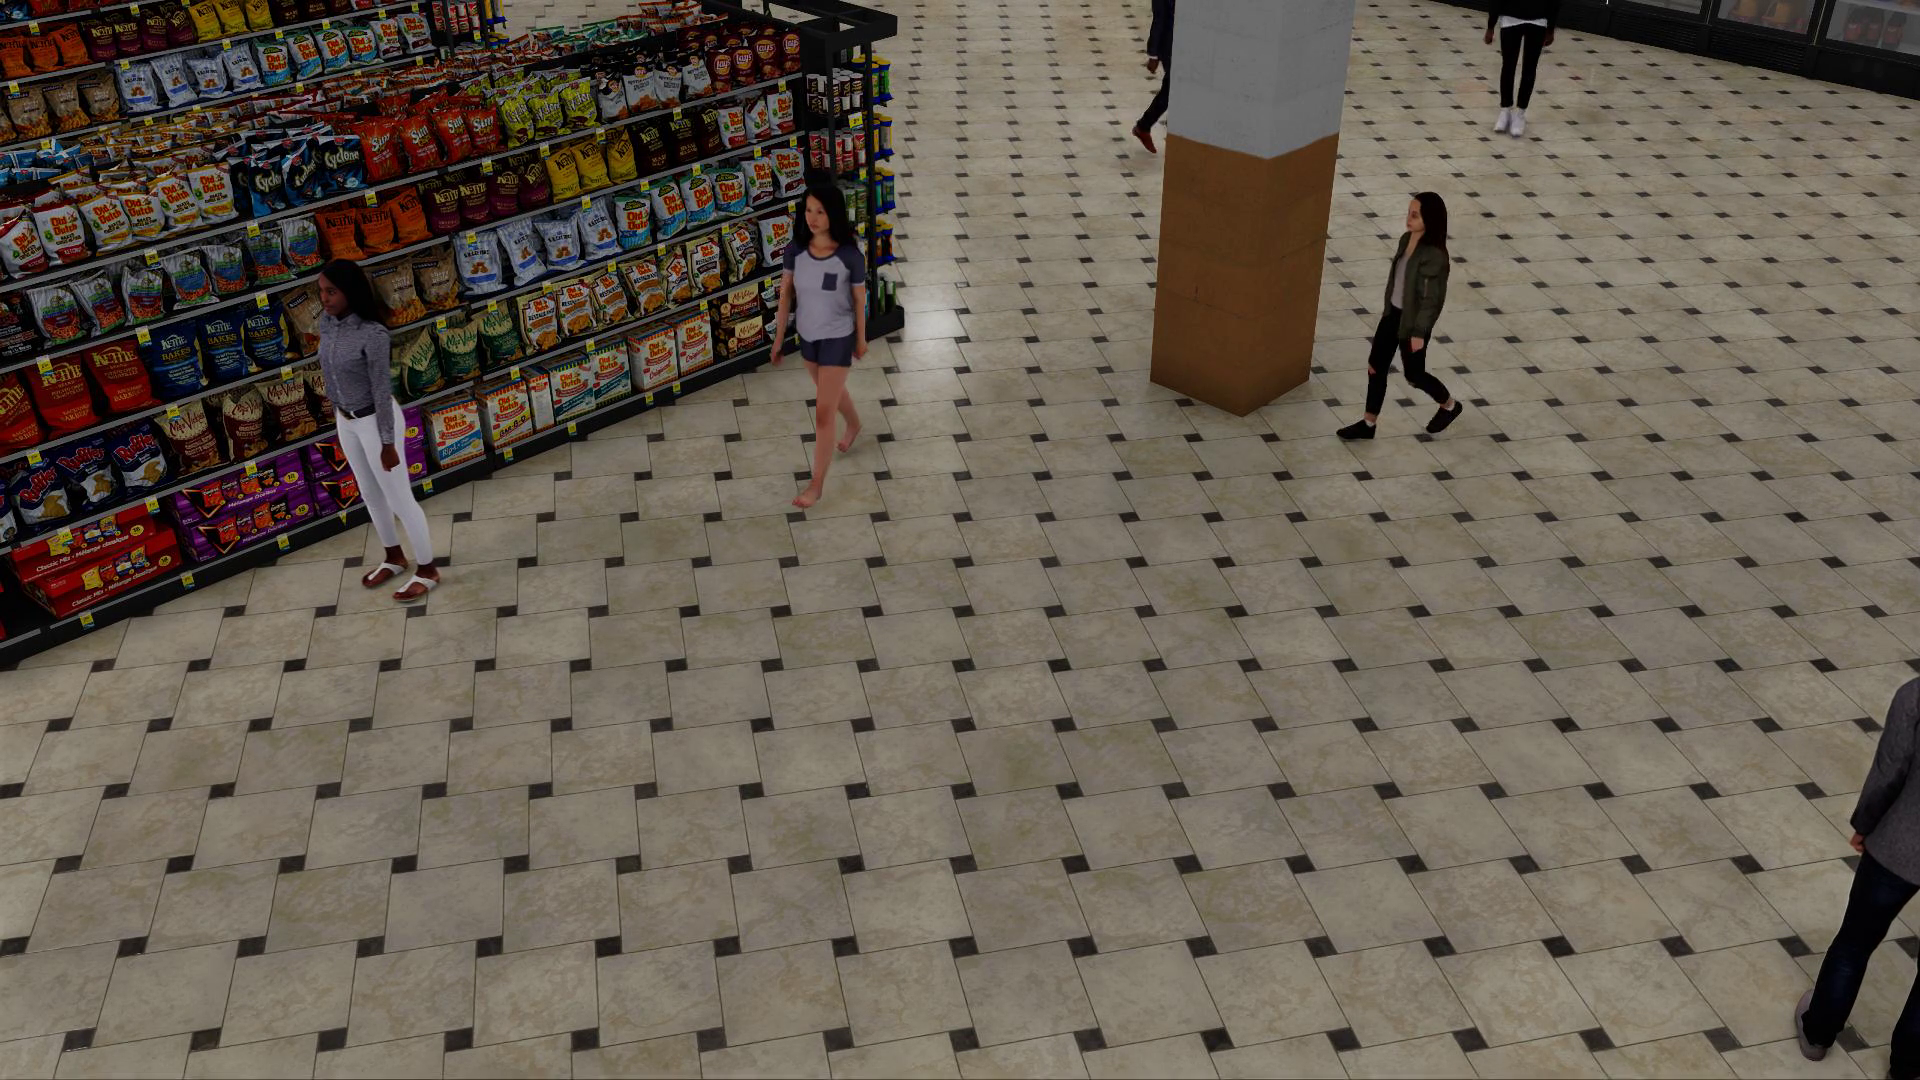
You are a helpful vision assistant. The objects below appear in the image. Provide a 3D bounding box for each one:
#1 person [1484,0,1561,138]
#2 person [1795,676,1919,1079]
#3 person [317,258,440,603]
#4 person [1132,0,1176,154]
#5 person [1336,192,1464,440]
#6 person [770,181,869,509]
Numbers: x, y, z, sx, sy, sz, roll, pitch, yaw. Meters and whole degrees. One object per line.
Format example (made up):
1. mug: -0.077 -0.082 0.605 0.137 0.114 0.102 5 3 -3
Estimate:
1. person: 4.716 -4.324 13.860 0.800 1.807 0.811 14 35 22
2. person: 3.092 0.988 5.258 0.728 1.876 0.672 19 37 28
3. person: -2.768 -0.519 7.824 0.603 1.724 0.544 22 38 31
4. person: 1.662 -3.853 13.121 1.149 1.788 0.804 -25 40 -34
5. person: 2.541 -1.201 9.175 1.048 1.454 0.885 -8 33 -13
6. person: -0.672 -1.088 8.797 0.881 1.660 1.210 14 34 21
